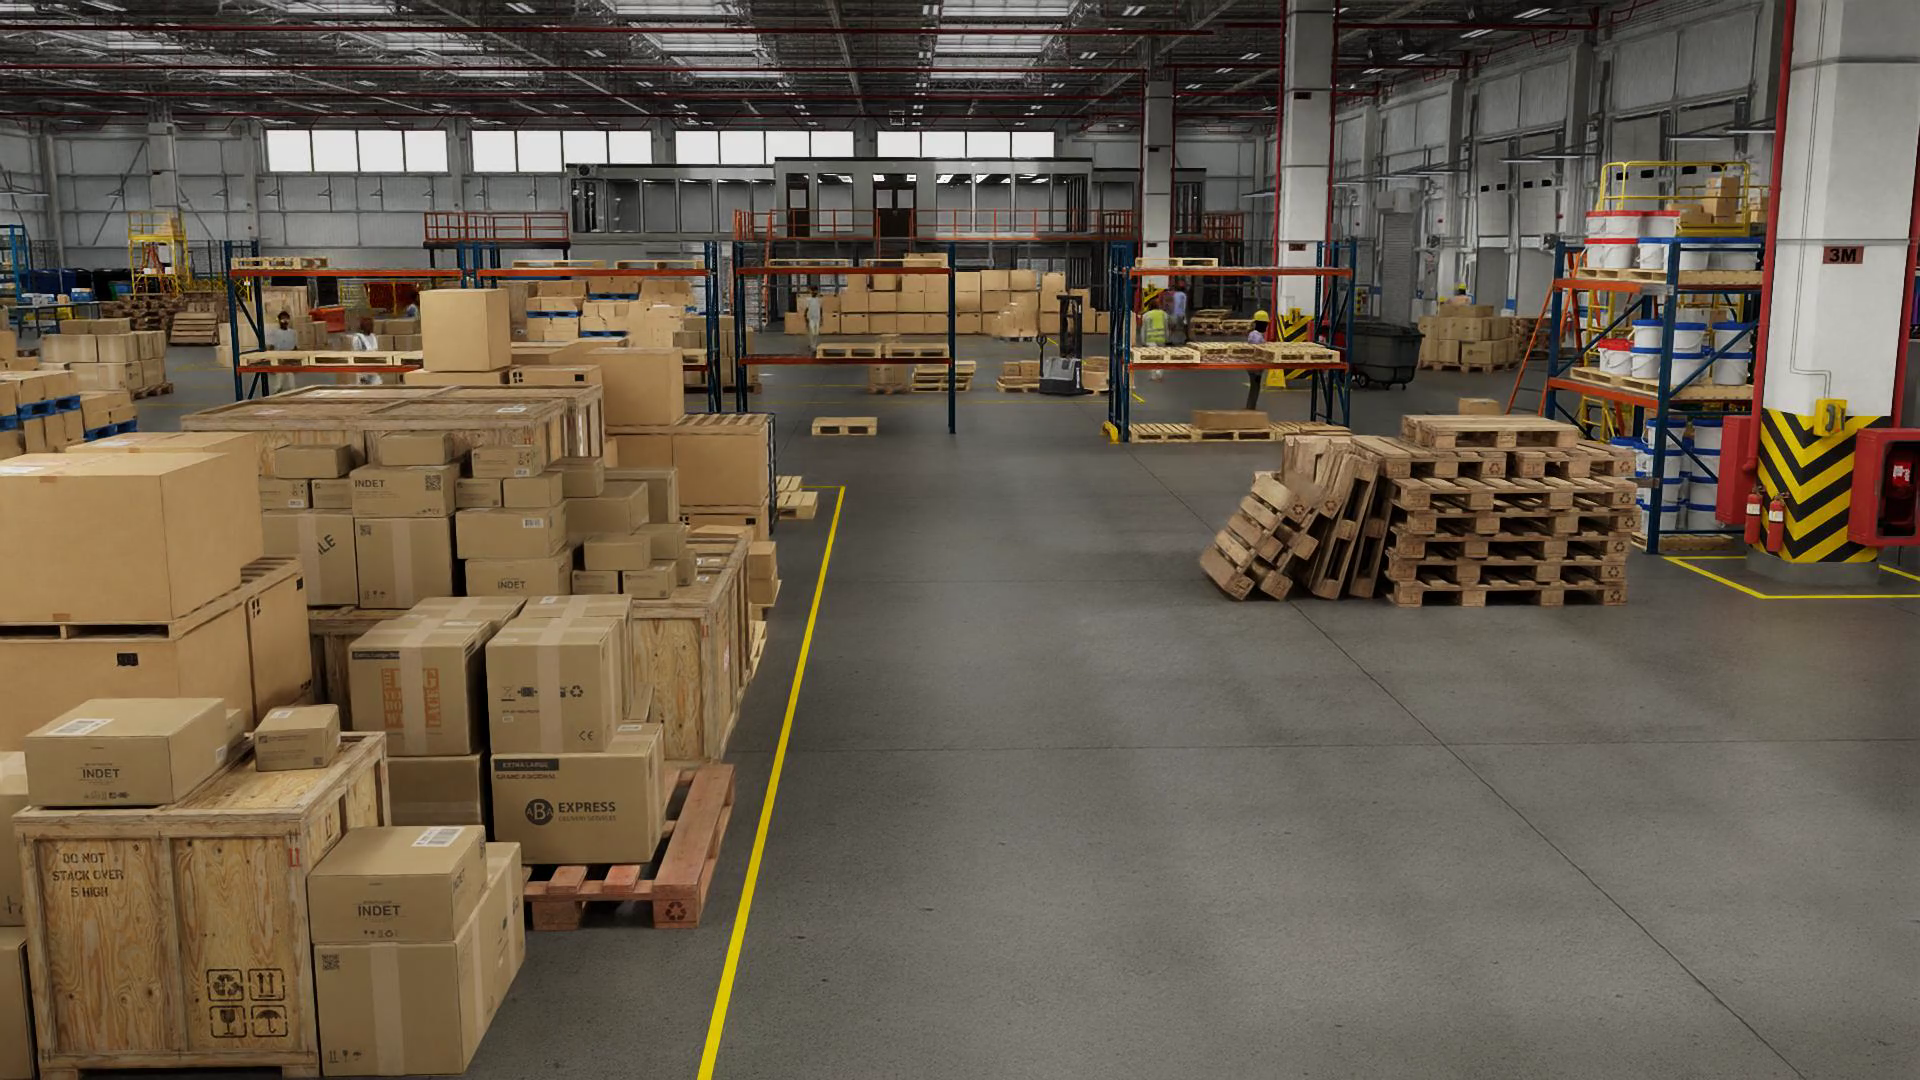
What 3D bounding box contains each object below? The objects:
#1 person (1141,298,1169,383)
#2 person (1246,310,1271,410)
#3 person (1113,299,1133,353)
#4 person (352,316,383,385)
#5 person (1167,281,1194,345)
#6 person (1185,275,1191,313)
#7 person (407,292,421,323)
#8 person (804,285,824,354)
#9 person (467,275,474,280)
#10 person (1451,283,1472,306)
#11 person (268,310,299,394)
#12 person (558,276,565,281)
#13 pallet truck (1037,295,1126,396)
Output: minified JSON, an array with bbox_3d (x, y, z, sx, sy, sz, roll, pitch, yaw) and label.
[{"bbox_3d":[4.236,-4.311,36.030,0.653,1.848,0.610,-5,11,-24],"label":"person"},{"bbox_3d":[4.873,-2.793,27.232,0.389,1.919,0.587,1,10,8],"label":"person"},{"bbox_3d":[3.393,-4.143,34.695,0.372,1.936,0.629,9,13,40],"label":"person"},{"bbox_3d":[-9.532,-2.701,26.951,0.985,1.827,0.596,4,11,22],"label":"person"},{"bbox_3d":[6.466,-6.661,48.872,0.986,1.893,0.565,-7,13,-35],"label":"person"},{"bbox_3d":[9.676,-10.687,71.139,0.629,1.966,0.675,5,11,24],"label":"person"},{"bbox_3d":[-12.870,-4.916,39.209,1.019,1.873,0.605,0,10,2],"label":"person"},{"bbox_3d":[-3.919,-5.949,44.970,0.552,1.855,0.386,-7,13,-36],"label":"person"},{"bbox_3d":[-20.314,-10.215,68.774,0.508,1.846,0.345,-2,10,-11],"label":"person"},{"bbox_3d":[13.742,-6.094,45.638,0.607,1.908,0.617,8,13,39],"label":"person"},{"bbox_3d":[-11.829,-3.094,29.097,0.528,1.851,0.698,-6,12,-30],"label":"person"},{"bbox_3d":[-13.421,-8.070,56.536,0.627,1.944,0.558,8,13,36],"label":"person"},{"bbox_3d":[2.483,-3.881,33.060,1.885,1.965,0.823,-7,13,-36],"label":"pallet truck"}]
